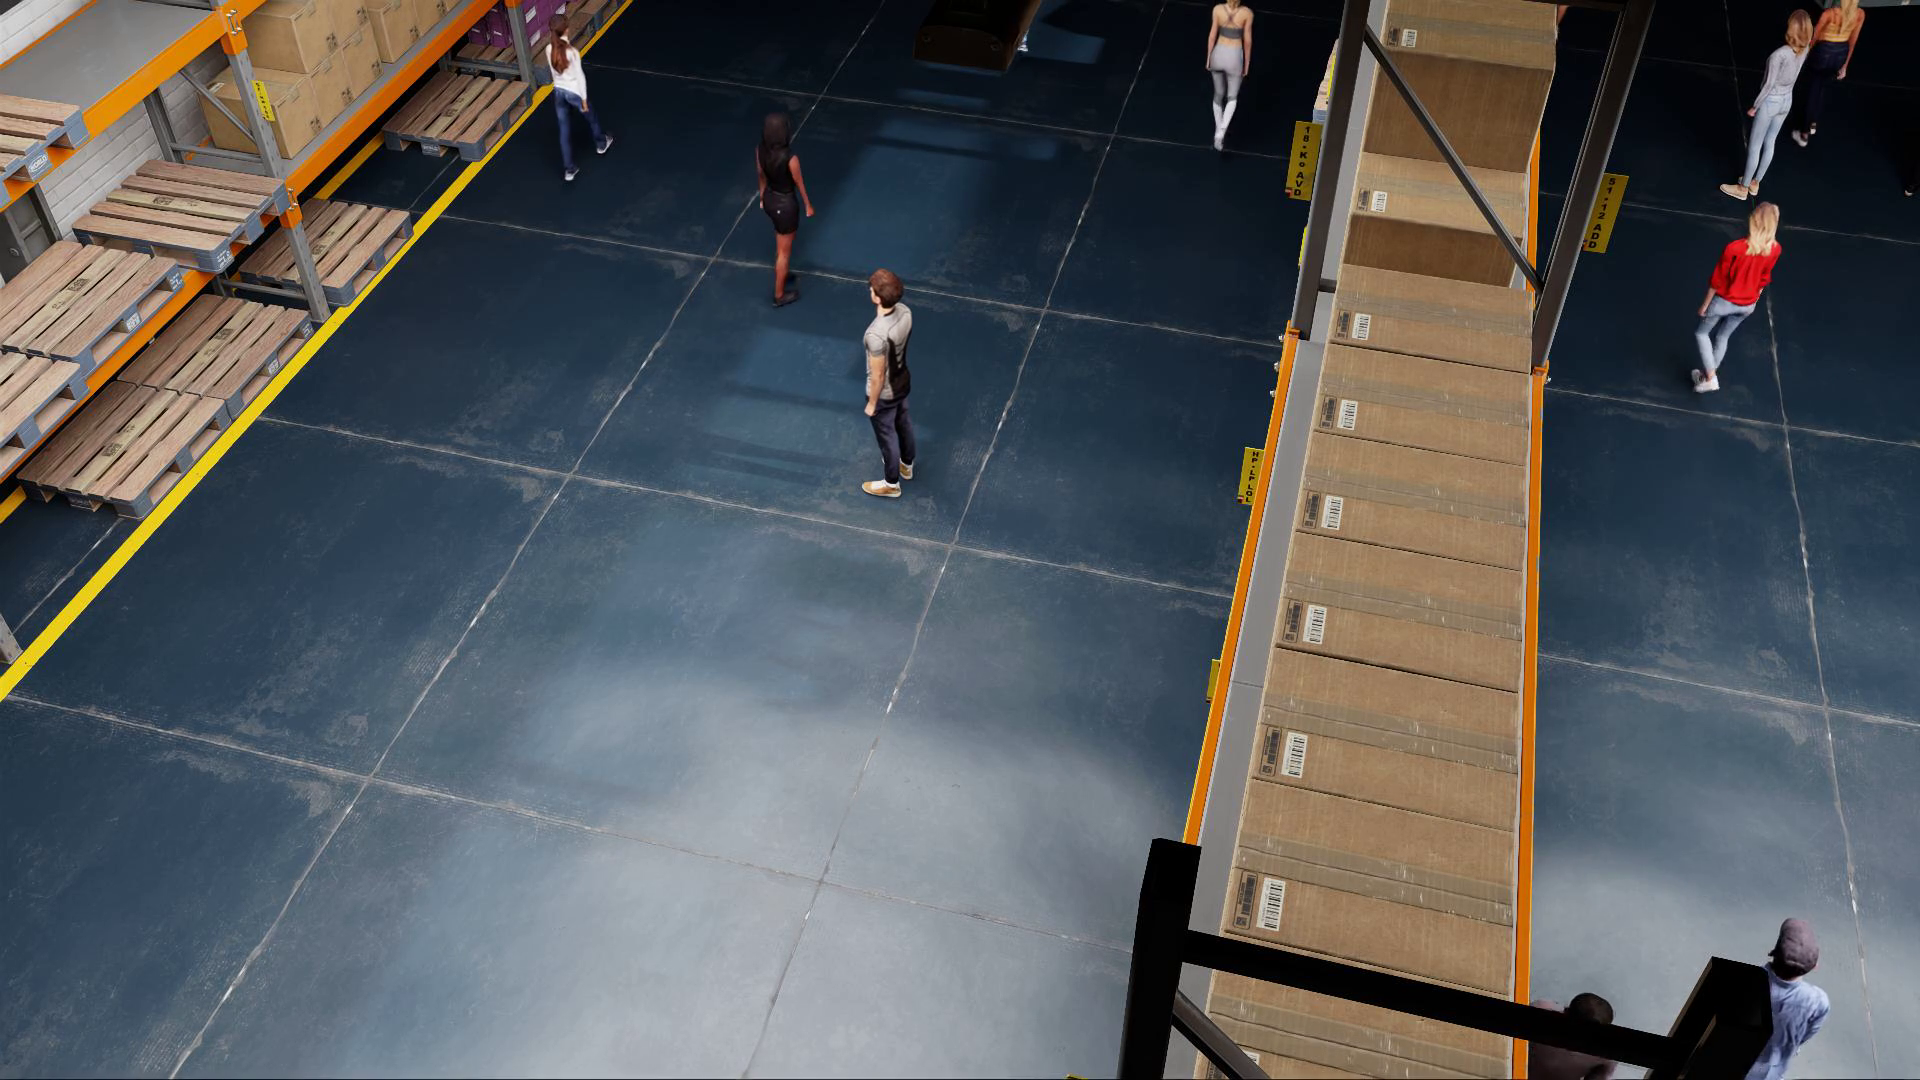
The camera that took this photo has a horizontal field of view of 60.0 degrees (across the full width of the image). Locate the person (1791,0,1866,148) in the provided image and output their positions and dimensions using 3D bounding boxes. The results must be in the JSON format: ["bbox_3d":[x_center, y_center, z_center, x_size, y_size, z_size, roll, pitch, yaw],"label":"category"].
[{"bbox_3d":[8.126,-4.425,15.556,0.643,1.617,0.673,-1,44,-1],"label":"person"}]

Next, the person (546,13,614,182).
[{"bbox_3d":[-3.601,-4.009,15.187,0.549,1.522,0.985,11,45,11],"label":"person"}]

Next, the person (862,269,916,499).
[{"bbox_3d":[-0.508,-1.113,11.878,0.763,1.895,0.573,20,47,20],"label":"person"}]

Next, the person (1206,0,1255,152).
[{"bbox_3d":[2.477,-4.410,15.488,0.580,1.690,0.909,12,45,13],"label":"person"}]

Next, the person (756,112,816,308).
[{"bbox_3d":[-1.525,-2.664,13.631,0.782,1.722,0.725,-33,53,-30],"label":"person"}]

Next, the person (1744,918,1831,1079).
[{"bbox_3d":[3.775,2.561,8.046,0.807,1.860,1.027,21,48,21],"label":"person"}]

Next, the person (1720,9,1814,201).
[{"bbox_3d":[7.257,-3.877,14.853,0.655,1.793,0.706,-20,47,-20],"label":"person"}]

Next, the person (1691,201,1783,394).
[{"bbox_3d":[5.917,-1.768,12.714,0.736,1.690,0.802,-2,44,-2],"label":"person"}]
